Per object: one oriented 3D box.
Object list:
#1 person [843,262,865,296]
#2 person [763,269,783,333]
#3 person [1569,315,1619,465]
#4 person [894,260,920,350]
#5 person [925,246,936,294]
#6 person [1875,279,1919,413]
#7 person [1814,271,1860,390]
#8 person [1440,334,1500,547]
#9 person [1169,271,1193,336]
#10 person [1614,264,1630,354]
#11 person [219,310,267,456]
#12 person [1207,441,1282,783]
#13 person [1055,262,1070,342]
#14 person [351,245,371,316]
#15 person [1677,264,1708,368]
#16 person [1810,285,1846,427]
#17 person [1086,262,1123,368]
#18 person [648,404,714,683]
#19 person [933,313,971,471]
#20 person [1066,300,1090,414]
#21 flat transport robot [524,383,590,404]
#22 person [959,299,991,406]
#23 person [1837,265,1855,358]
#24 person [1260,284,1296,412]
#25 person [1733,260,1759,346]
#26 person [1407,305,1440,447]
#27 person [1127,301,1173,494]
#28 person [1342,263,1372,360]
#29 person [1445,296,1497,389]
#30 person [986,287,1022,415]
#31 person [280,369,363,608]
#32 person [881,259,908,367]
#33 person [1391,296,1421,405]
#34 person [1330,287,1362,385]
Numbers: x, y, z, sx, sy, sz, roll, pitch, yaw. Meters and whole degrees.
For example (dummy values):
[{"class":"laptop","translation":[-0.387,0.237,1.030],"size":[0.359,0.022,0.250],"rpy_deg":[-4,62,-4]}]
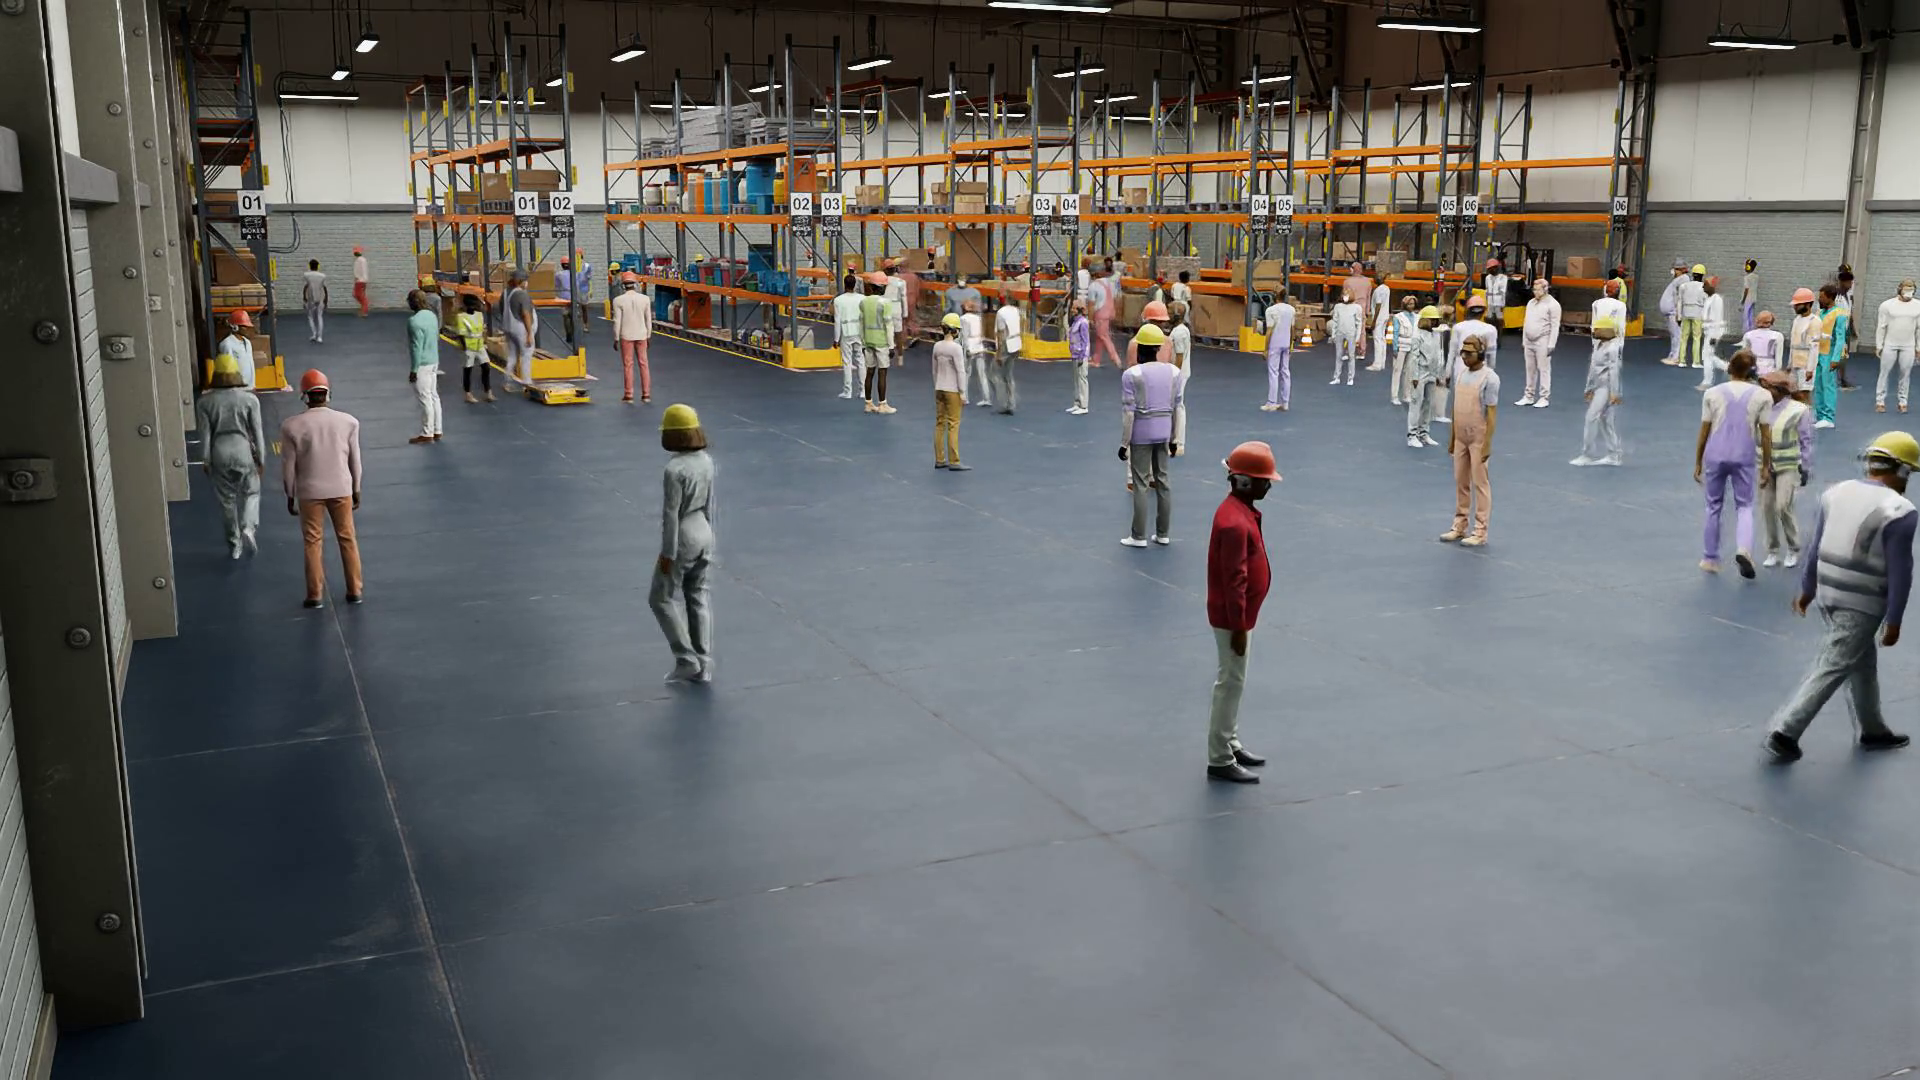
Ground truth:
[{"class":"person","translation":[-2.448,-5.458,37.999],"size":[0.563,1.752,0.329],"rpy_deg":[2,11,9]},{"class":"person","translation":[-4.559,-5.991,40.089],"size":[0.637,1.987,1.026],"rpy_deg":[0,11,-1]},{"class":"person","translation":[7.237,-1.698,18.964],"size":[0.725,1.711,0.498],"rpy_deg":[0,11,1]},{"class":"person","translation":[-1.186,-4.957,35.134],"size":[0.686,1.883,0.421],"rpy_deg":[-9,14,-37]},{"class":"person","translation":[-0.724,-6.467,42.432],"size":[0.412,2.035,0.605],"rpy_deg":[-3,11,-14]},{"class":"person","translation":[13.559,-2.791,24.004],"size":[0.630,1.932,0.364],"rpy_deg":[4,12,19]},{"class":"person","translation":[14.421,-3.403,27.091],"size":[0.846,1.926,0.643],"rpy_deg":[9,15,40]},{"class":"person","translation":[4.442,-0.867,14.451],"size":[0.348,1.841,0.501],"rpy_deg":[-5,12,-25]},{"class":"person","translation":[4.681,-4.900,35.373],"size":[0.342,1.662,0.556],"rpy_deg":[-10,15,-40]},{"class":"person","translation":[13.399,-4.697,33.922],"size":[0.404,1.836,0.564],"rpy_deg":[6,13,28]},{"class":"person","translation":[-8.419,-1.816,19.522],"size":[0.350,1.743,0.564],"rpy_deg":[1,11,7]},{"class":"person","translation":[1.435,0.362,8.461],"size":[0.355,1.740,0.573],"rpy_deg":[2,11,11]},{"class":"person","translation":[2.154,-4.932,35.072],"size":[0.325,1.861,0.501],"rpy_deg":[-5,12,-24]},{"class":"person","translation":[-16.773,-7.236,46.467],"size":[0.429,1.978,0.616],"rpy_deg":[-10,15,-42]},{"class":"person","translation":[13.657,-4.158,30.950],"size":[0.385,1.925,0.592],"rpy_deg":[-10,15,-40]},{"class":"person","translation":[11.692,-2.476,22.428],"size":[0.370,1.915,0.597],"rpy_deg":[0,11,-1]},{"class":"person","translation":[2.683,-4.177,30.761],"size":[0.905,2.000,0.711],"rpy_deg":[8,14,36]},{"class":"person","translation":[-1.701,0.032,10.145],"size":[0.371,1.730,0.517],"rpy_deg":[5,12,23]},{"class":"person","translation":[-0.102,-1.659,18.671],"size":[0.316,1.765,0.523],"rpy_deg":[-9,14,-37]},{"class":"person","translation":[1.716,-2.629,23.910],"size":[0.310,1.642,0.514],"rpy_deg":[-2,11,-8]},{"class":"flat transport robot","translation":[-6.213,-2.265,25.556],"size":[0.652,0.197,1.431],"rpy_deg":[-6,13,-27]},{"class":"person","translation":[0.147,-2.804,24.921],"size":[0.795,1.581,0.536],"rpy_deg":[9,14,39]},{"class":"person","translation":[17.520,-4.529,33.022],"size":[0.322,1.861,0.513],"rpy_deg":[-1,11,-5]},{"class":"person","translation":[4.618,-2.781,24.164],"size":[0.506,1.846,0.345],"rpy_deg":[-6,13,-28]},{"class":"person","translation":[17.096,-5.143,36.103],"size":[0.508,1.872,0.328],"rpy_deg":[-9,14,-37]},{"class":"person","translation":[5.767,-2.022,20.567],"size":[0.489,1.744,0.295],"rpy_deg":[-8,14,-36]},{"class":"person","translation":[1.970,-1.457,17.085],"size":[0.620,1.985,0.410],"rpy_deg":[-9,14,-37]},{"class":"person","translation":[7.735,-4.478,32.631],"size":[0.643,1.908,0.399],"rpy_deg":[-4,12,-20]},{"class":"person","translation":[6.245,-2.034,20.313],"size":[0.557,1.859,0.989],"rpy_deg":[8,14,34]},{"class":"person","translation":[0.608,-2.693,23.757],"size":[0.542,1.825,0.585],"rpy_deg":[6,12,26]},{"class":"person","translation":[-4.690,-0.381,12.231],"size":[0.563,1.744,0.349],"rpy_deg":[-7,13,-33]},{"class":"person","translation":[-1.319,-4.280,31.387],"size":[0.670,1.995,0.843],"rpy_deg":[-2,11,-9]},{"class":"person","translation":[6.722,-2.856,25.071],"size":[0.511,1.640,0.307],"rpy_deg":[-5,12,-26]},{"class":"person","translation":[6.488,-3.422,27.956],"size":[0.497,1.634,0.279],"rpy_deg":[7,13,31]}]
